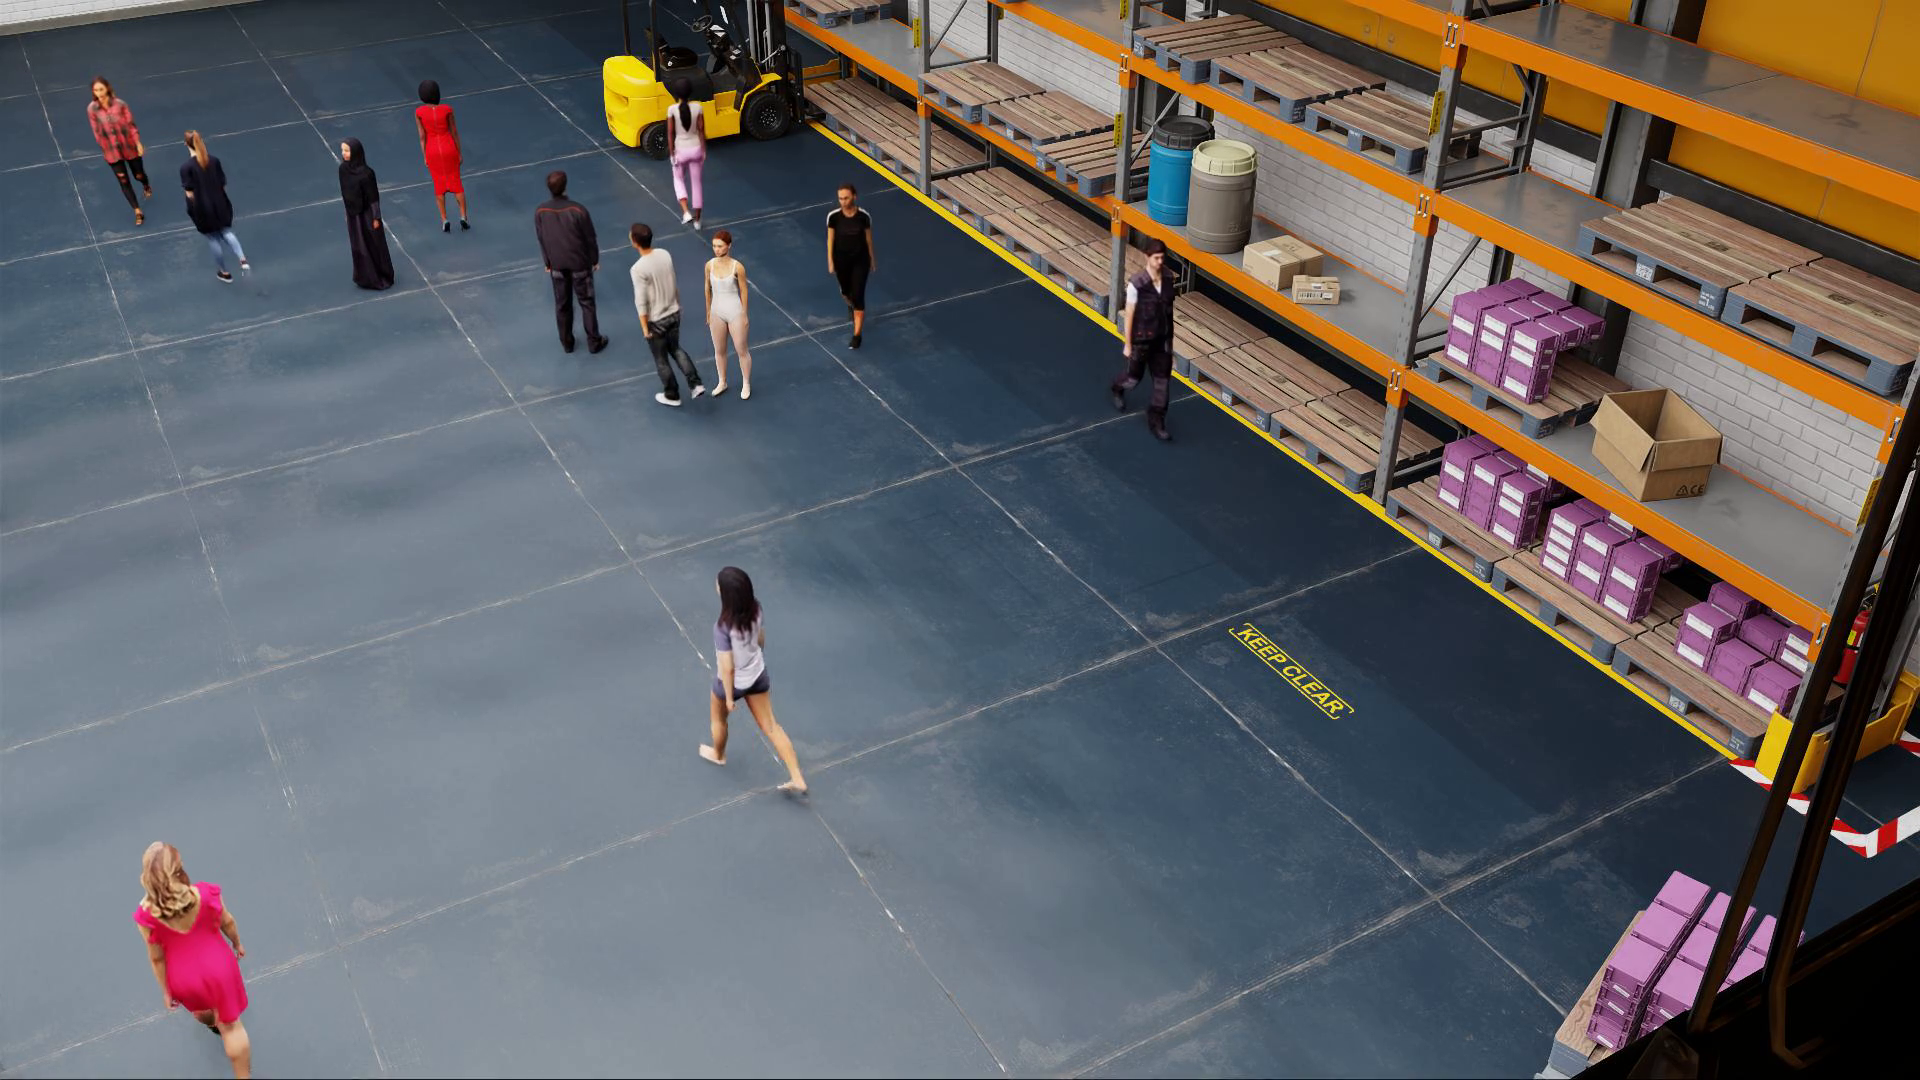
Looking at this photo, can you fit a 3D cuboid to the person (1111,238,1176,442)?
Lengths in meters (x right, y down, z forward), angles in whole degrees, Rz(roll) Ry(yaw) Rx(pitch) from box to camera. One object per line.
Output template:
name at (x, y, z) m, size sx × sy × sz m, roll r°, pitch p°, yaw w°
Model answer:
person at (1.639, -1.830, 14.794) m, size 0.720 × 1.822 × 1.127 m, roll -15°, pitch 36°, yaw -21°

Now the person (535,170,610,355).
person at (-3.768, -2.670, 16.044) m, size 0.796 × 1.838 × 0.797 m, roll 3°, pitch 34°, yaw 4°

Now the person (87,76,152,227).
person at (-9.493, -4.448, 18.853) m, size 0.765 × 1.687 × 1.003 m, roll -11°, pitch 35°, yaw -17°

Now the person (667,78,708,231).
person at (-3.018, -4.271, 18.548) m, size 0.656 × 1.732 × 0.738 m, roll -8°, pitch 35°, yaw -12°

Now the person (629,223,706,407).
person at (-2.652, -2.009, 15.093) m, size 0.945 × 1.788 × 0.860 m, roll 23°, pitch 40°, yaw 31°

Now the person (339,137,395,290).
person at (-6.233, -3.421, 17.376) m, size 0.687 × 1.614 × 0.770 m, roll 15°, pitch 37°, yaw 22°

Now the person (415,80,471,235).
person at (-5.772, -4.275, 18.543) m, size 0.610 × 1.744 × 0.567 m, roll -9°, pitch 35°, yaw -14°

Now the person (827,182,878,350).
person at (-1.060, -2.785, 16.406) m, size 1.028 × 1.629 × 1.180 m, roll 2°, pitch 34°, yaw 3°

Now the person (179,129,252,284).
person at (-7.770, -3.434, 17.343) m, size 0.882 × 1.672 × 0.759 m, roll 25°, pitch 41°, yaw 32°

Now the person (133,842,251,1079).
person at (-3.929, 2.324, 8.663) m, size 0.611 × 1.691 × 1.031 m, roll -16°, pitch 37°, yaw -23°

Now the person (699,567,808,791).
person at (-1.337, 0.944, 10.739) m, size 1.232 × 1.690 × 0.927 m, roll 22°, pitch 40°, yaw 30°

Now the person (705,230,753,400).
person at (-2.132, -2.081, 15.332) m, size 0.612 × 1.643 × 0.660 m, roll 6°, pitch 34°, yaw 10°
